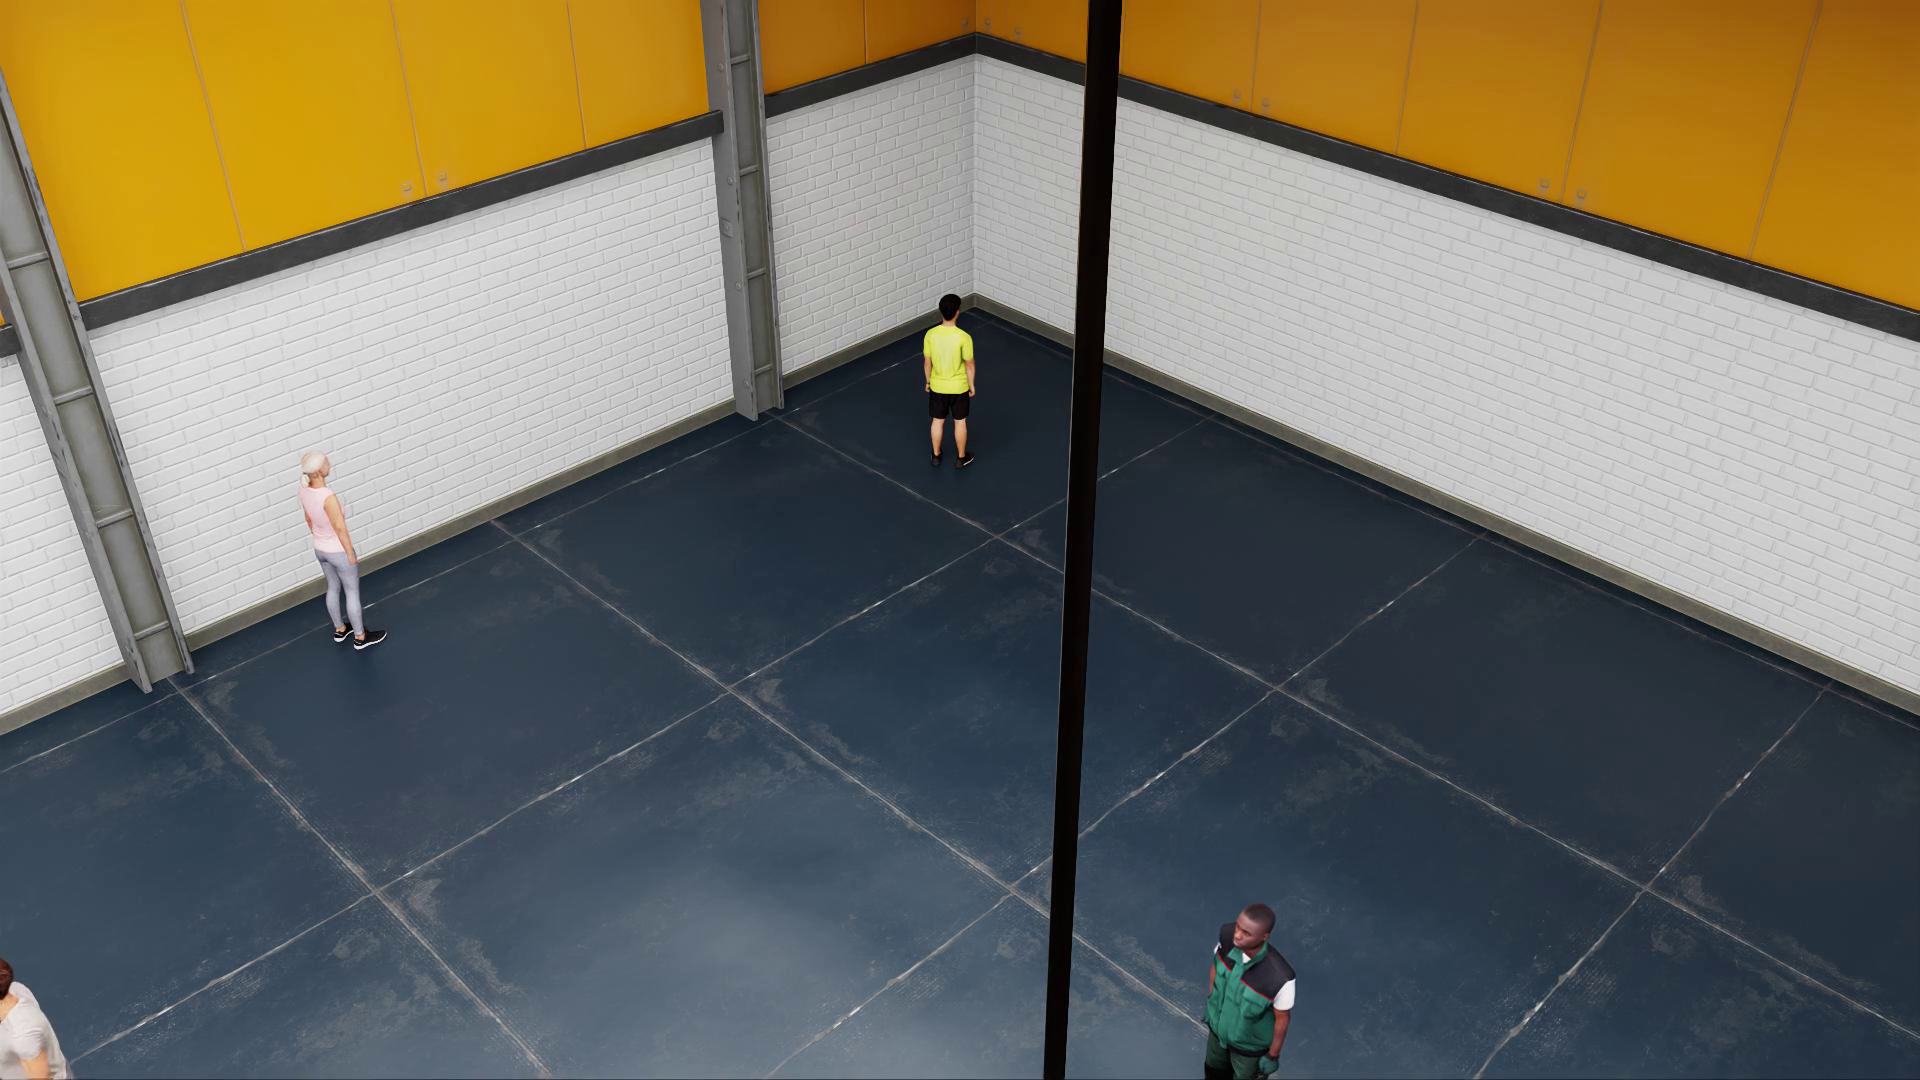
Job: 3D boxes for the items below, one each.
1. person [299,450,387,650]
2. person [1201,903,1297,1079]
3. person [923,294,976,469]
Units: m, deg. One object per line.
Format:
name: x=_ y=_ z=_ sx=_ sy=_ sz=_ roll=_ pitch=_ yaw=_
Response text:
person: x=-4.861 y=0.066 z=12.899 sx=0.595 sy=1.725 sz=0.566 roll=19 pitch=38 yaw=27
person: x=1.521 y=2.627 z=8.944 sx=0.634 sy=1.840 sz=0.709 roll=-23 pitch=40 yaw=-31
person: x=-0.096 y=-1.446 z=15.190 sx=0.704 sy=1.708 sz=0.704 roll=8 pitch=34 yaw=12
